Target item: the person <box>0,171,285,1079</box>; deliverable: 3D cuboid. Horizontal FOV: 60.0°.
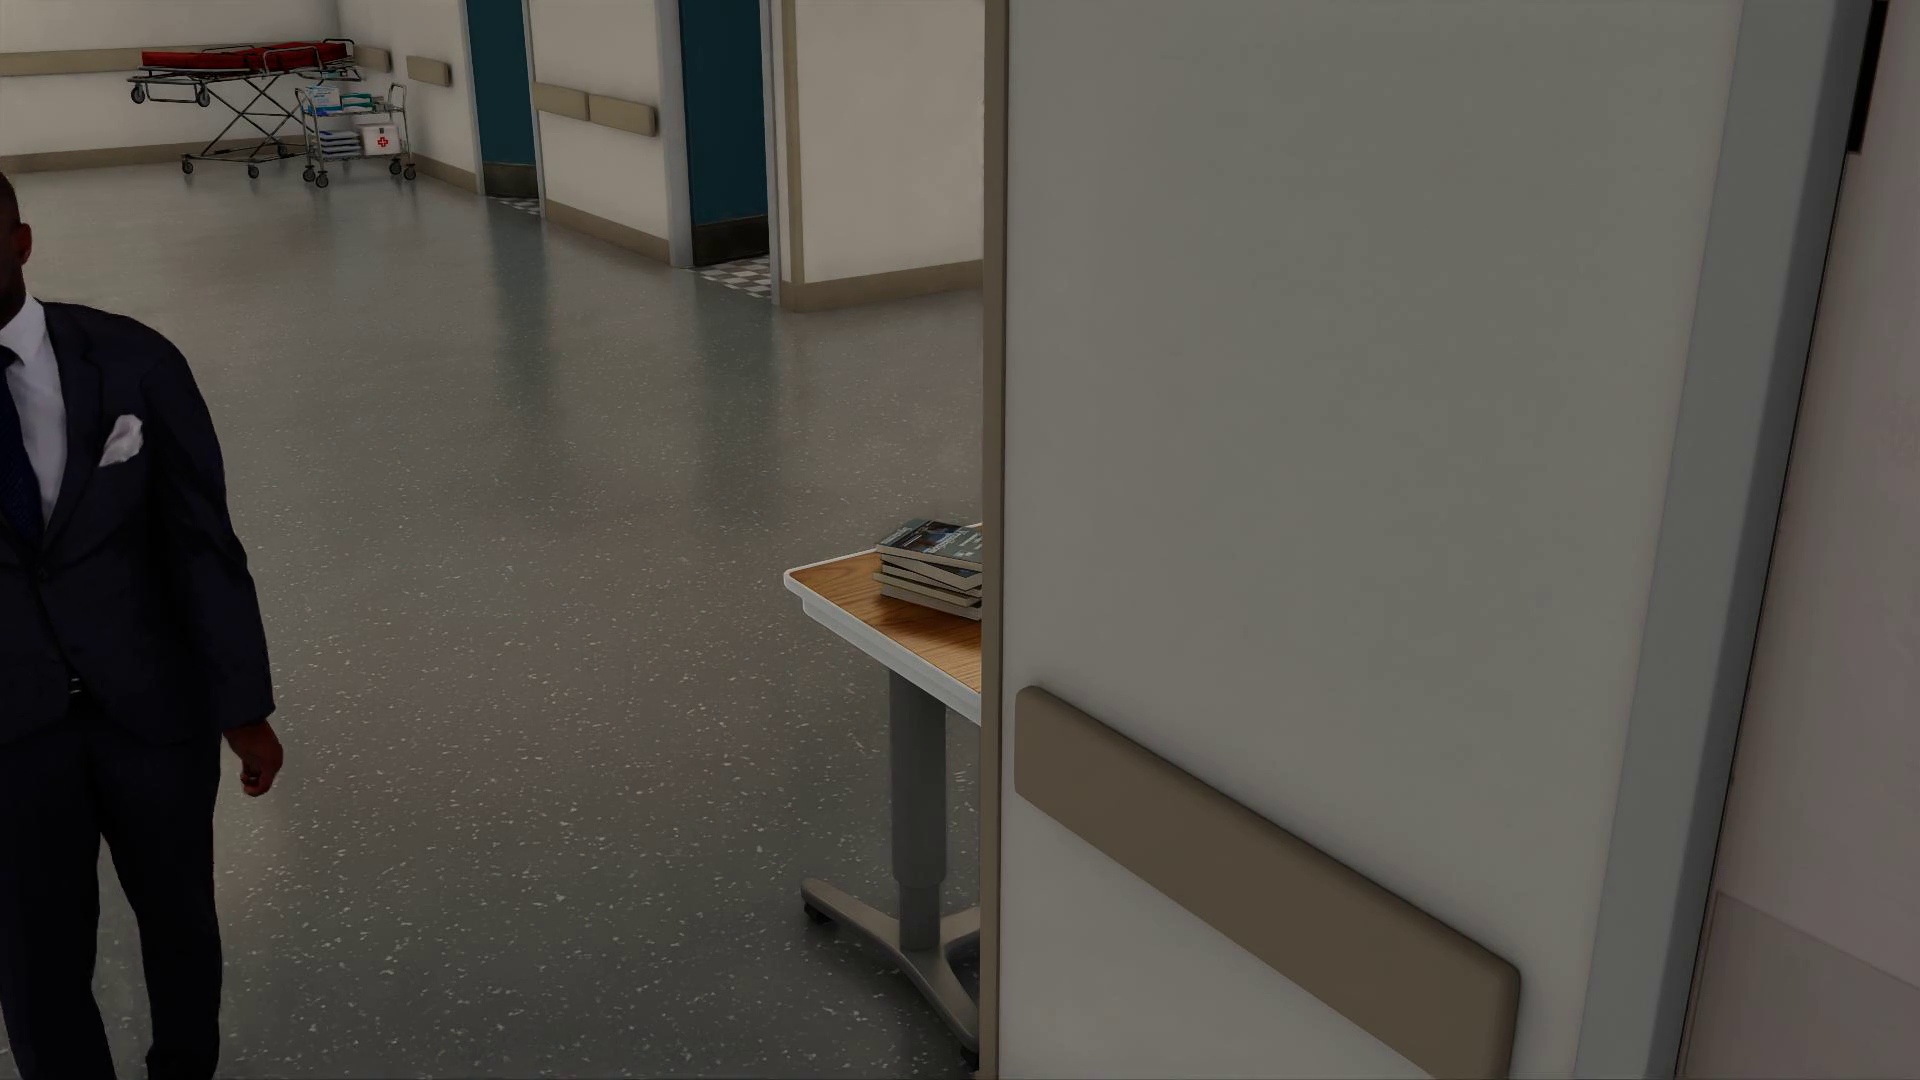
[{"bbox_3d":[-1.437,0.272,2.730,0.748,1.807,0.773,-11,23,-26],"label":"person"}]
